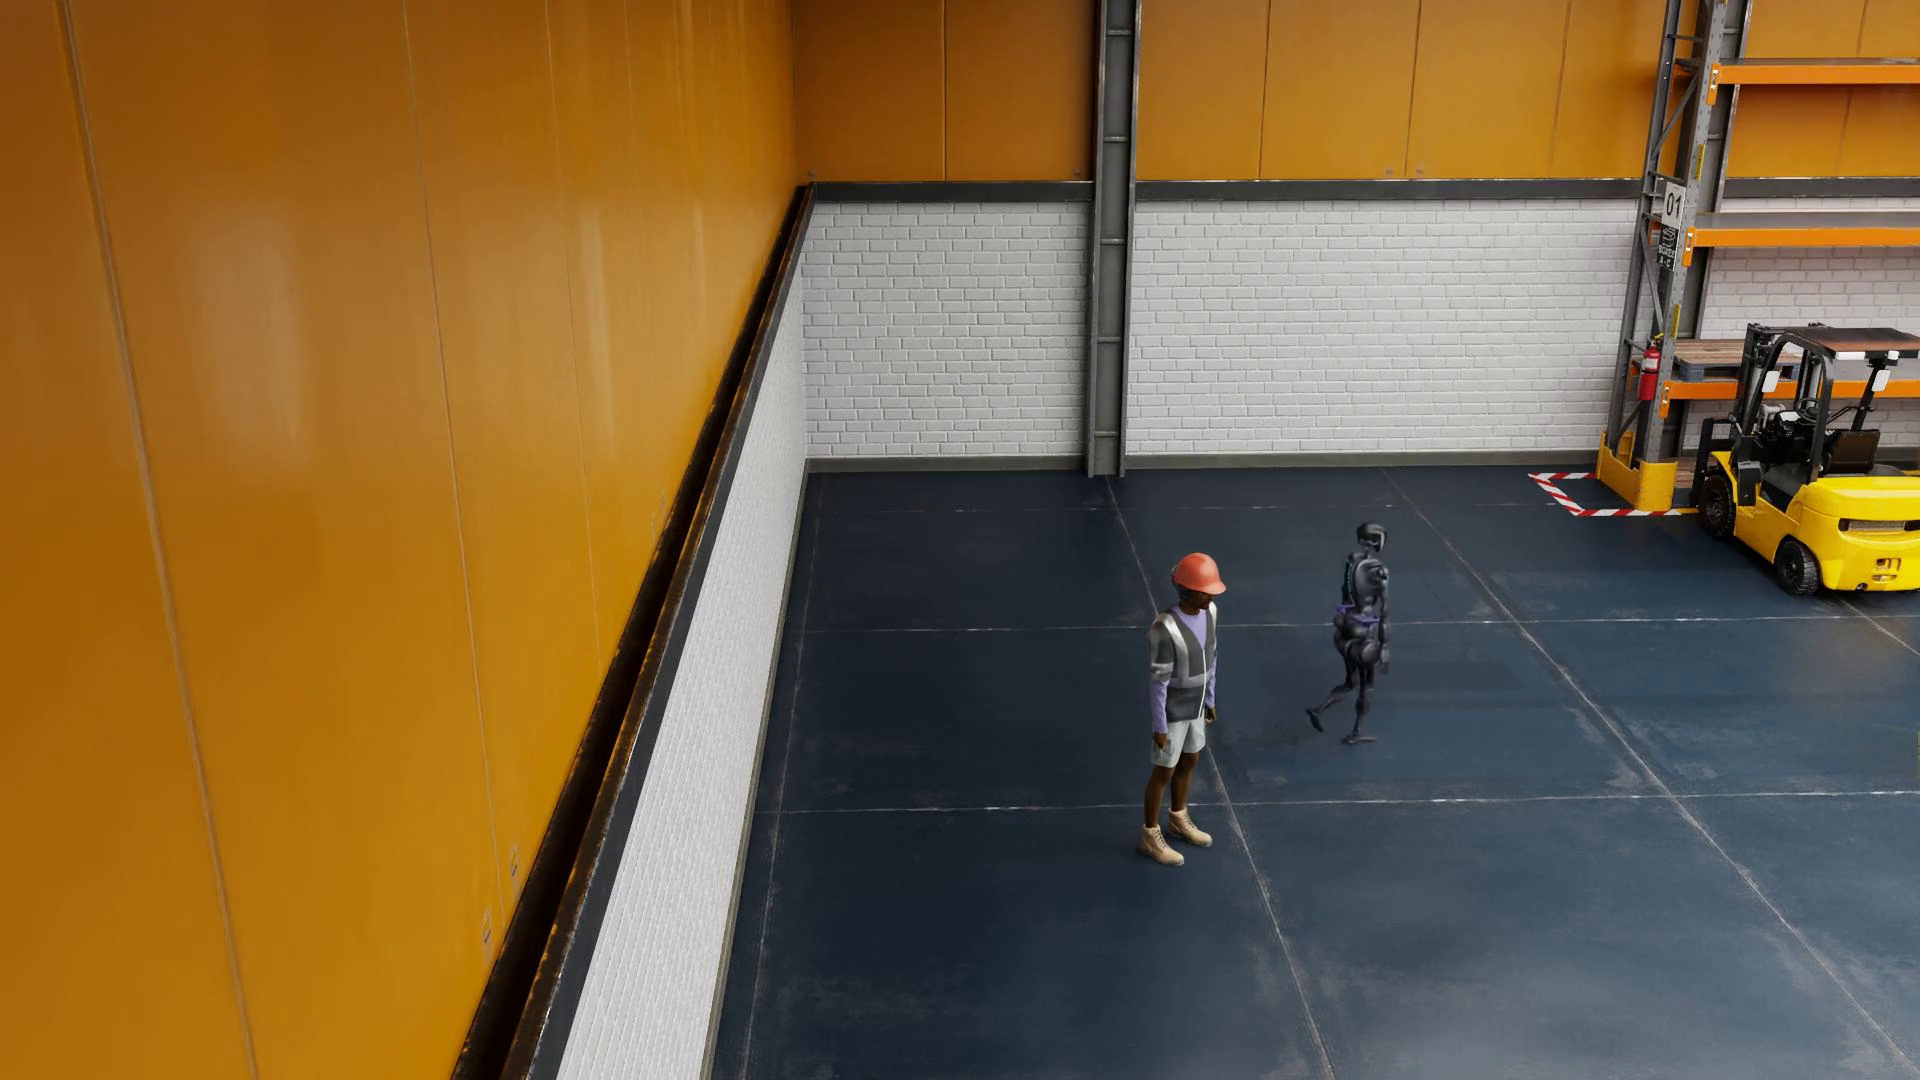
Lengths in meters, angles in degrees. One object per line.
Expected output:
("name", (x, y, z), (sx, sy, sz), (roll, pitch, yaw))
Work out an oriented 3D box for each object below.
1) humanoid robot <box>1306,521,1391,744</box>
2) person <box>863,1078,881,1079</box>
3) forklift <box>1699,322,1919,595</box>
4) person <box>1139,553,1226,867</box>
("humanoid robot", (2.761, 0.667, 11.703), (0.486, 1.643, 0.589), (-7, 21, -19))
("person", (-0.286, 2.714, 6.145), (0.322, 1.688, 0.528), (-2, 20, -6))
("forklift", (7.809, -0.792, 14.926), (1.214, 2.155, 2.313), (-1, 20, -2))
("person", (1.394, 1.031, 10.223), (0.414, 2.034, 0.601), (17, 26, 39))
